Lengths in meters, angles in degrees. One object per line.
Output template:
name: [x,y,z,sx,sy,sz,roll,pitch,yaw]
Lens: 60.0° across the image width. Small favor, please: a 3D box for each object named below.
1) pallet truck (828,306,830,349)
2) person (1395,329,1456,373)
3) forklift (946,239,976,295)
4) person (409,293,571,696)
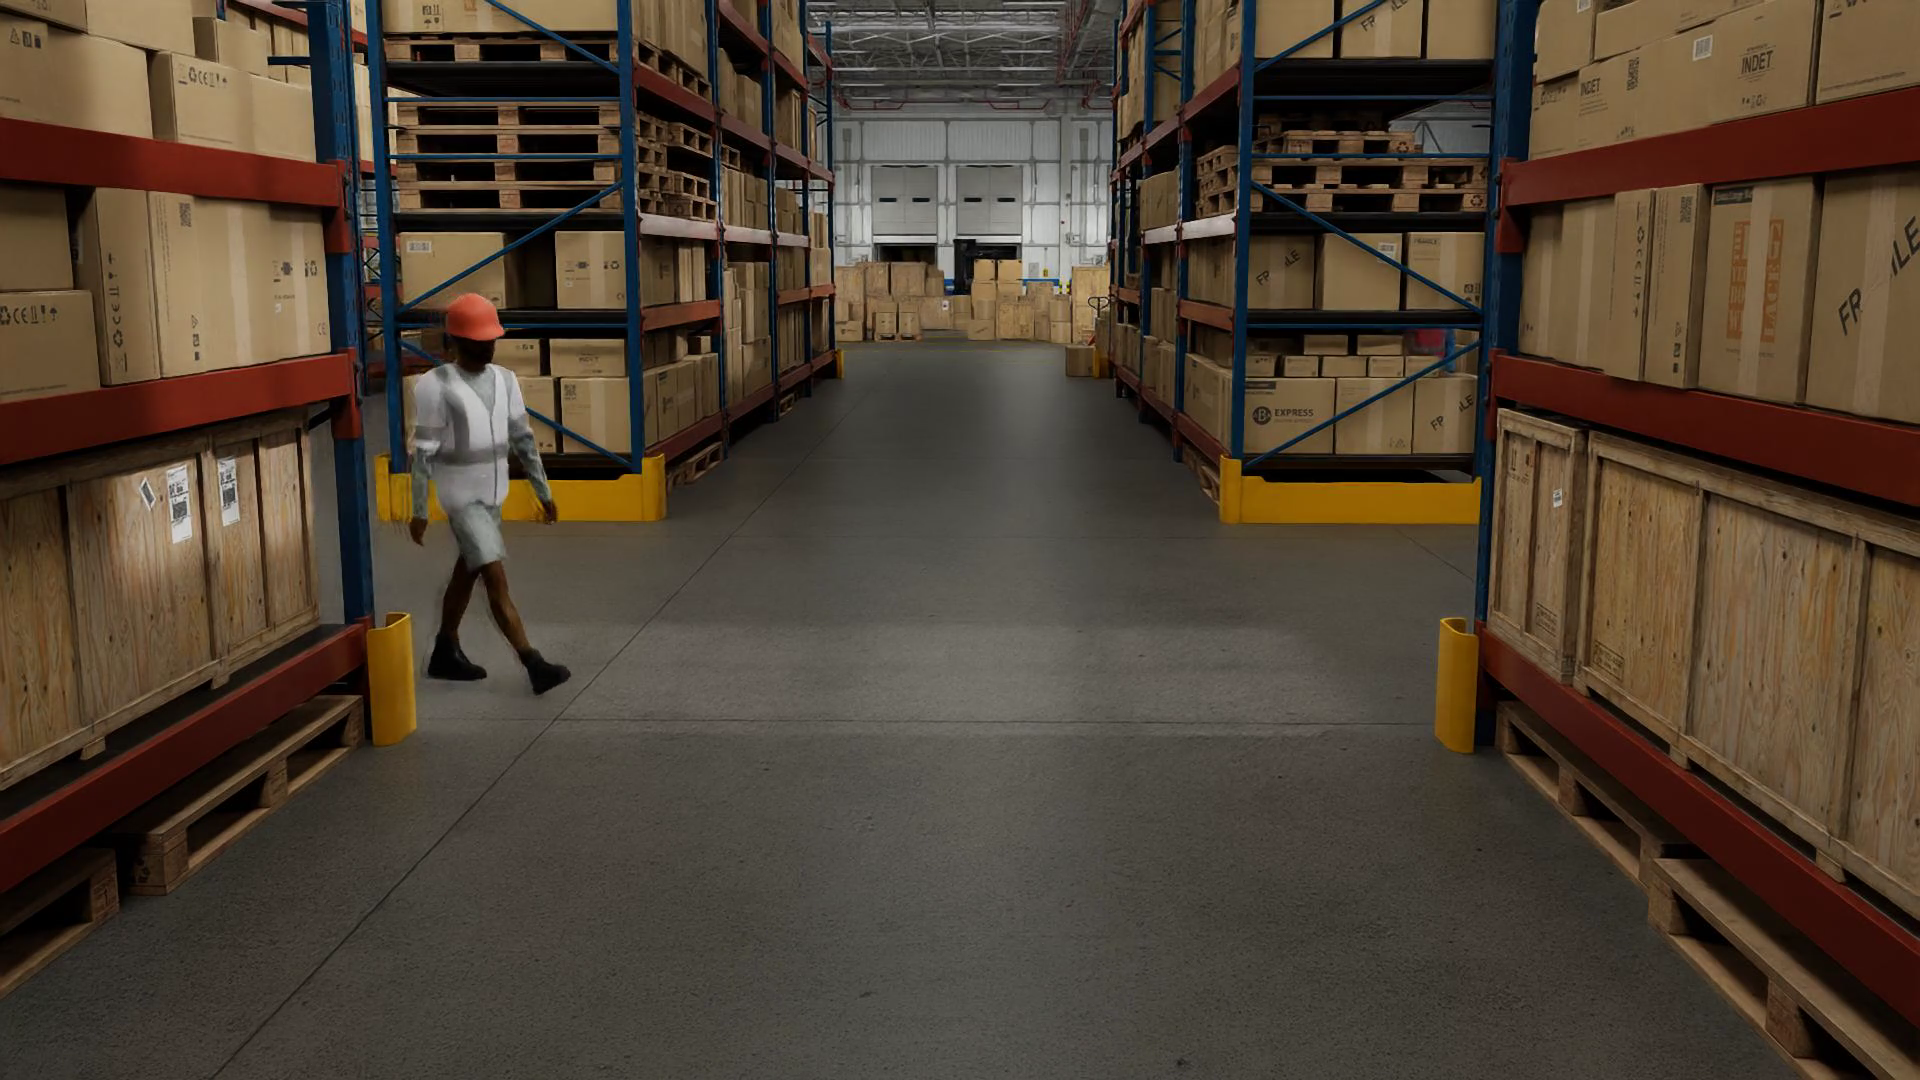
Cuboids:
pallet truck: [-3.100,-3.940,29.800,1.885,1.965,0.823,3,10,19]
person: [4.984,-1.833,17.805,0.644,1.792,0.949,-1,10,-4]
forklift: [0.147,-8.977,57.332,1.873,2.768,1.129,7,12,36]
person: [-2.194,-0.207,7.795,0.993,1.869,0.675,5,11,29]
